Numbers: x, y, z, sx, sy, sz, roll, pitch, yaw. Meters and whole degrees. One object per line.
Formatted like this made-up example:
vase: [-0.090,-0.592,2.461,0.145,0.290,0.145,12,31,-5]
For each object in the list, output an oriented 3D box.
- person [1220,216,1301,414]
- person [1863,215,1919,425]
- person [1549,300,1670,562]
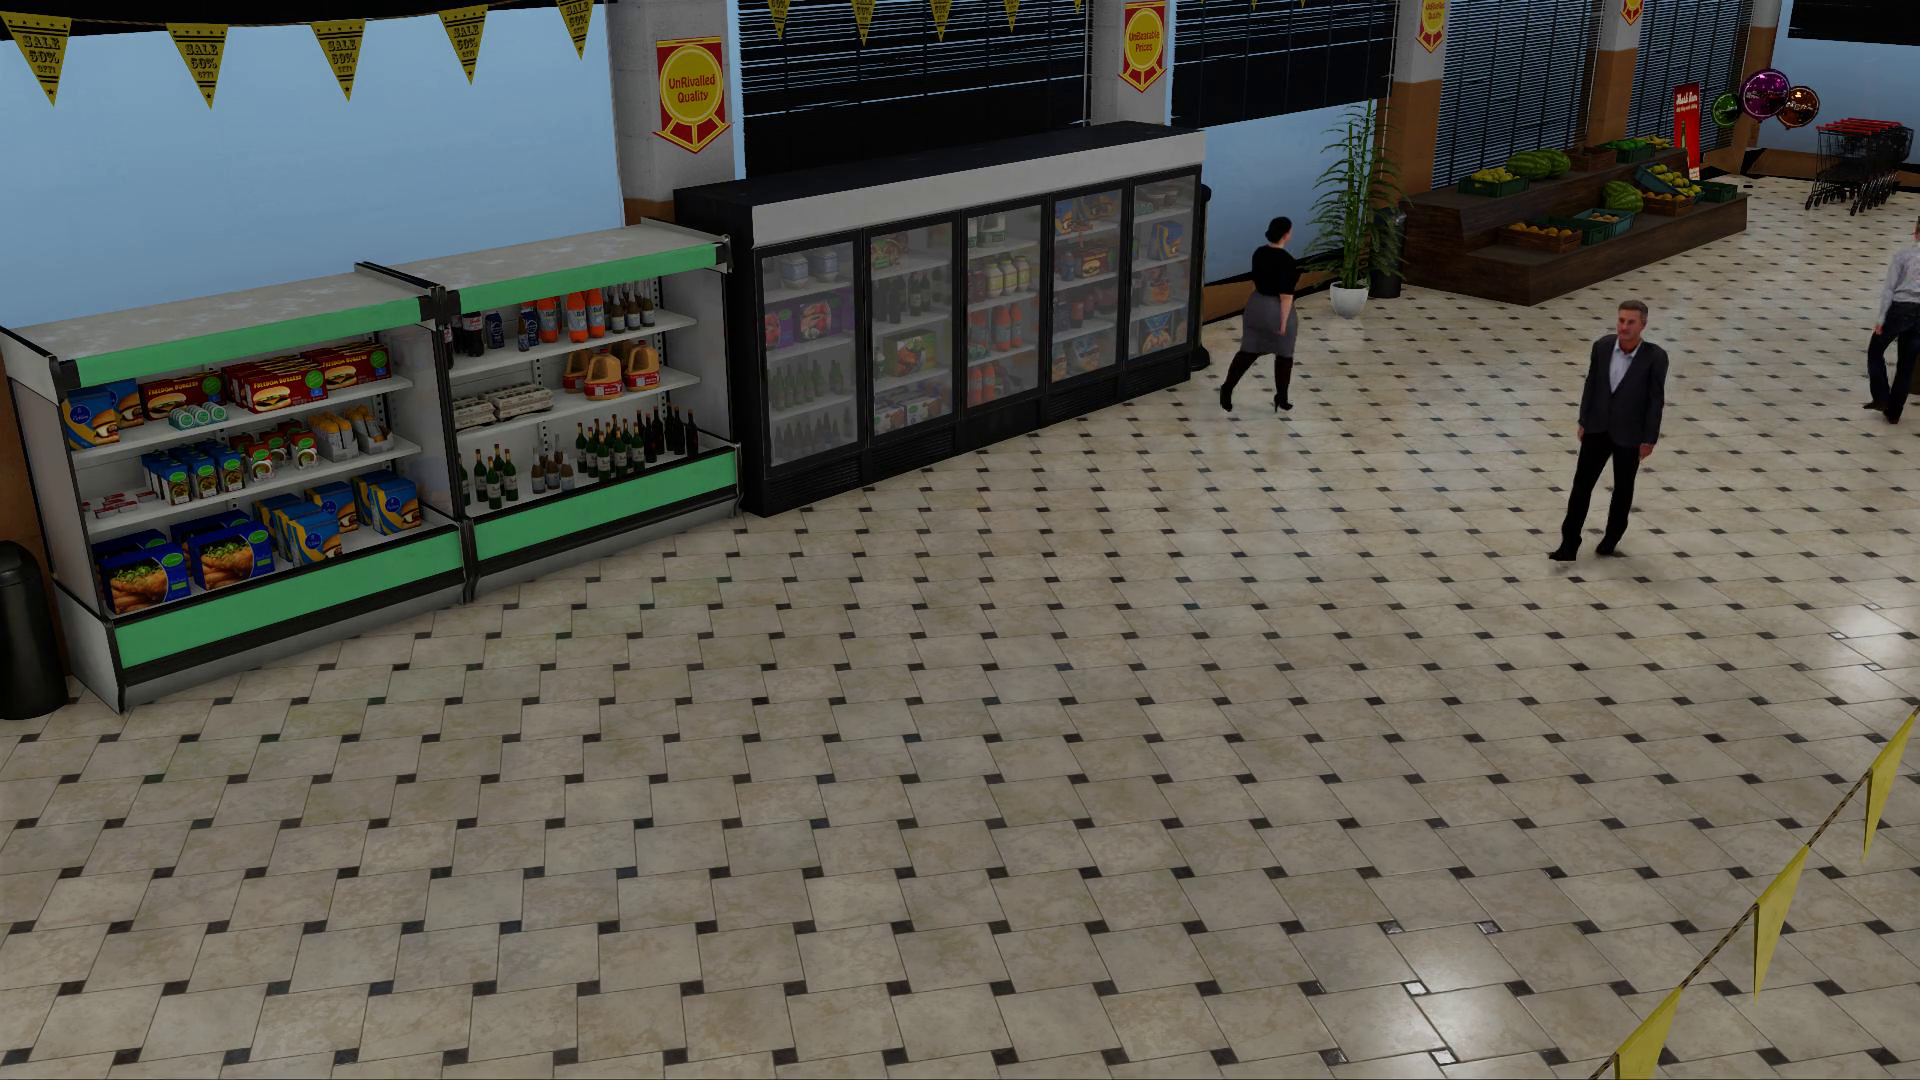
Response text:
person: [2.572,-1.874,14.213,1.100,1.733,0.764,-16,27,-34]
person: [8.044,-1.864,14.088,0.795,1.806,0.833,3,22,8]
person: [4.497,-0.754,11.318,0.812,1.812,1.040,17,28,36]
